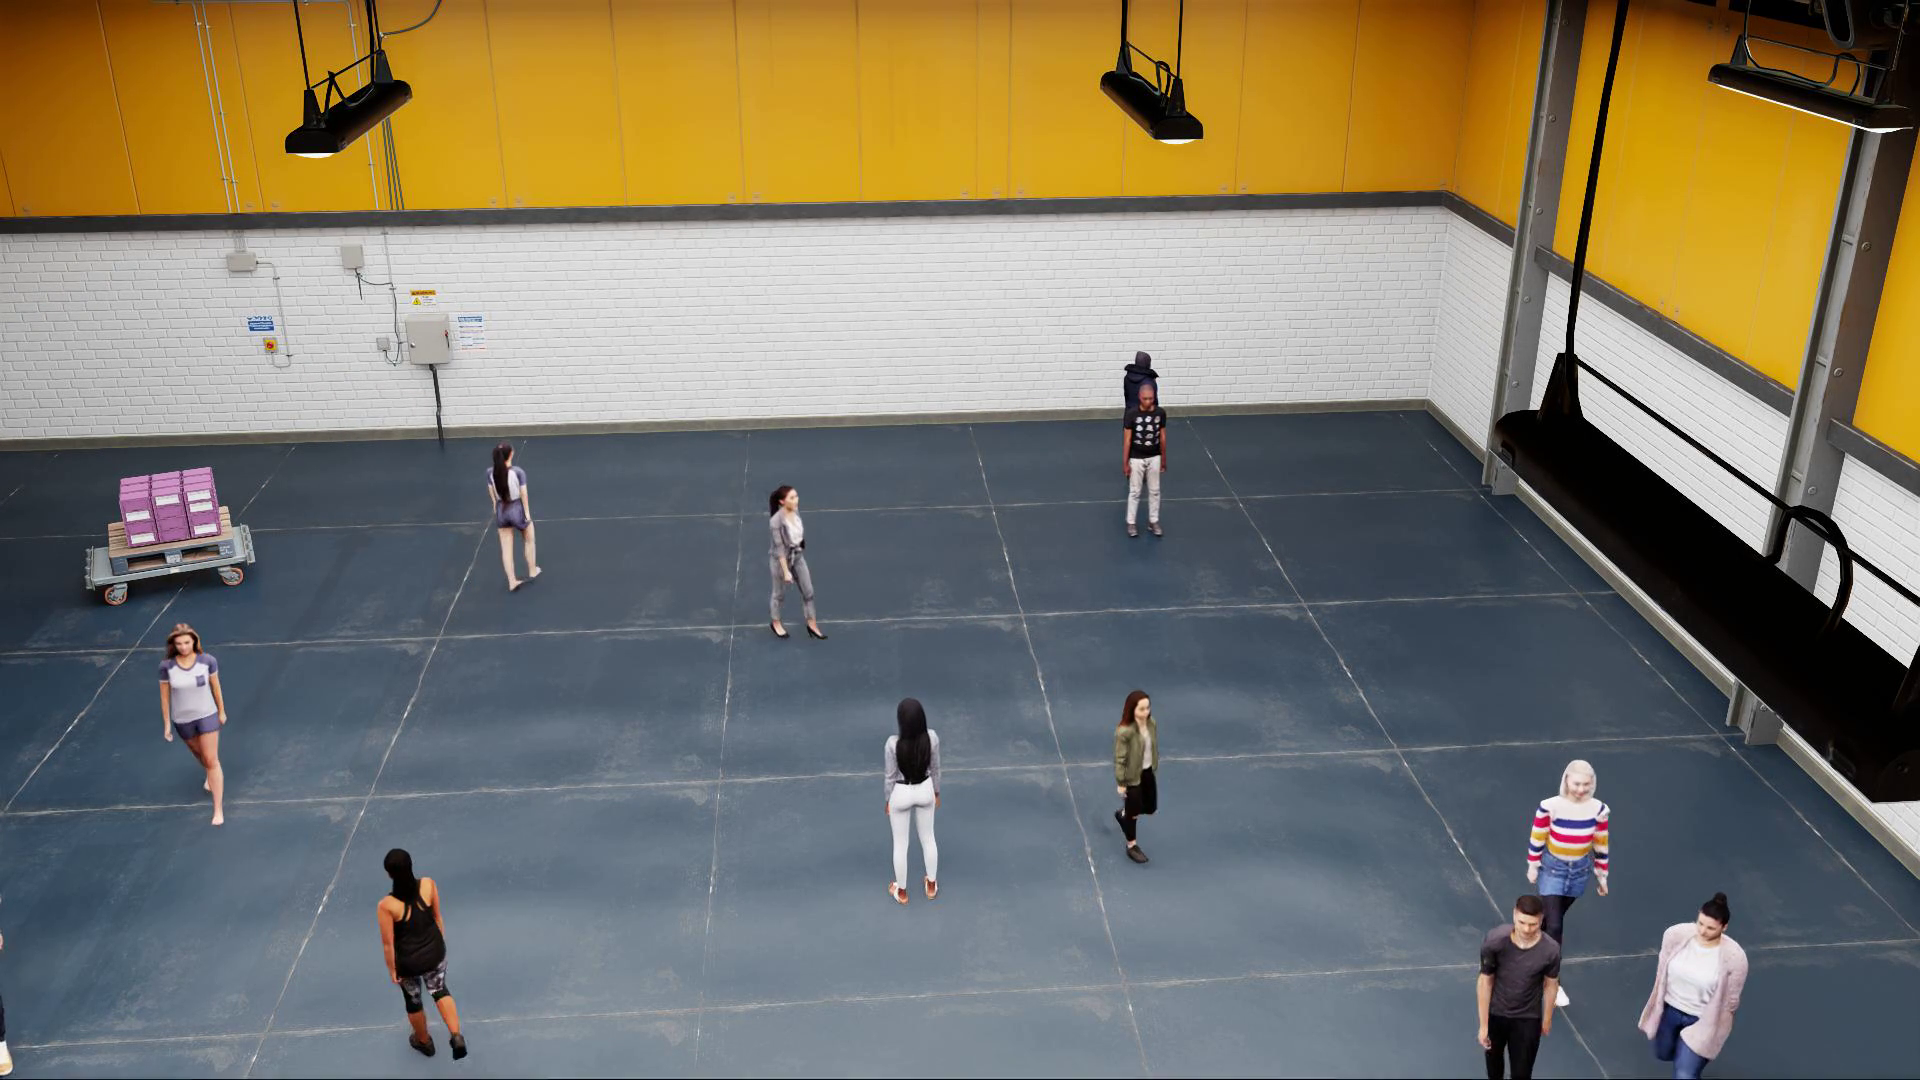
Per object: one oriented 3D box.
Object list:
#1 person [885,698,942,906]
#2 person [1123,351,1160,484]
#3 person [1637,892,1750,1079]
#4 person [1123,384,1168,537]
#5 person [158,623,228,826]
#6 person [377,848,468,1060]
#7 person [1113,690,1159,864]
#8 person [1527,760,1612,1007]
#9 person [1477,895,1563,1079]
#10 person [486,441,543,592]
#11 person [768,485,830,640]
[{"bbox_3d":[-0.360,1.948,12.504,0.632,1.725,0.591,-7,25,-16],"label":"person"},{"bbox_3d":[2.220,-1.524,20.510,0.789,1.674,0.858,22,32,40],"label":"person"},{"bbox_3d":[4.596,2.888,10.355,1.037,1.725,0.998,-20,31,-38],"label":"person"},{"bbox_3d":[2.105,-0.928,18.991,0.663,1.799,0.601,-3,24,-7],"label":"person"},{"bbox_3d":[-6.300,1.439,13.719,0.724,1.685,1.129,-6,24,-13],"label":"person"},{"bbox_3d":[-3.483,2.729,10.816,0.865,1.646,0.962,-21,31,-39],"label":"person"},{"bbox_3d":[1.346,1.832,13.095,0.753,1.465,0.830,-16,28,-32],"label":"person"},{"bbox_3d":[4.214,2.295,11.662,0.709,1.764,1.087,-1,24,-1],"label":"person"},{"bbox_3d":[3.440,2.878,10.357,0.859,1.741,0.993,9,25,20],"label":"person"},{"bbox_3d":[-4.768,-0.222,17.586,0.706,1.632,0.836,3,24,7],"label":"person"},{"bbox_3d":[-1.788,0.234,16.517,0.964,1.652,0.933,15,28,31],"label":"person"}]
